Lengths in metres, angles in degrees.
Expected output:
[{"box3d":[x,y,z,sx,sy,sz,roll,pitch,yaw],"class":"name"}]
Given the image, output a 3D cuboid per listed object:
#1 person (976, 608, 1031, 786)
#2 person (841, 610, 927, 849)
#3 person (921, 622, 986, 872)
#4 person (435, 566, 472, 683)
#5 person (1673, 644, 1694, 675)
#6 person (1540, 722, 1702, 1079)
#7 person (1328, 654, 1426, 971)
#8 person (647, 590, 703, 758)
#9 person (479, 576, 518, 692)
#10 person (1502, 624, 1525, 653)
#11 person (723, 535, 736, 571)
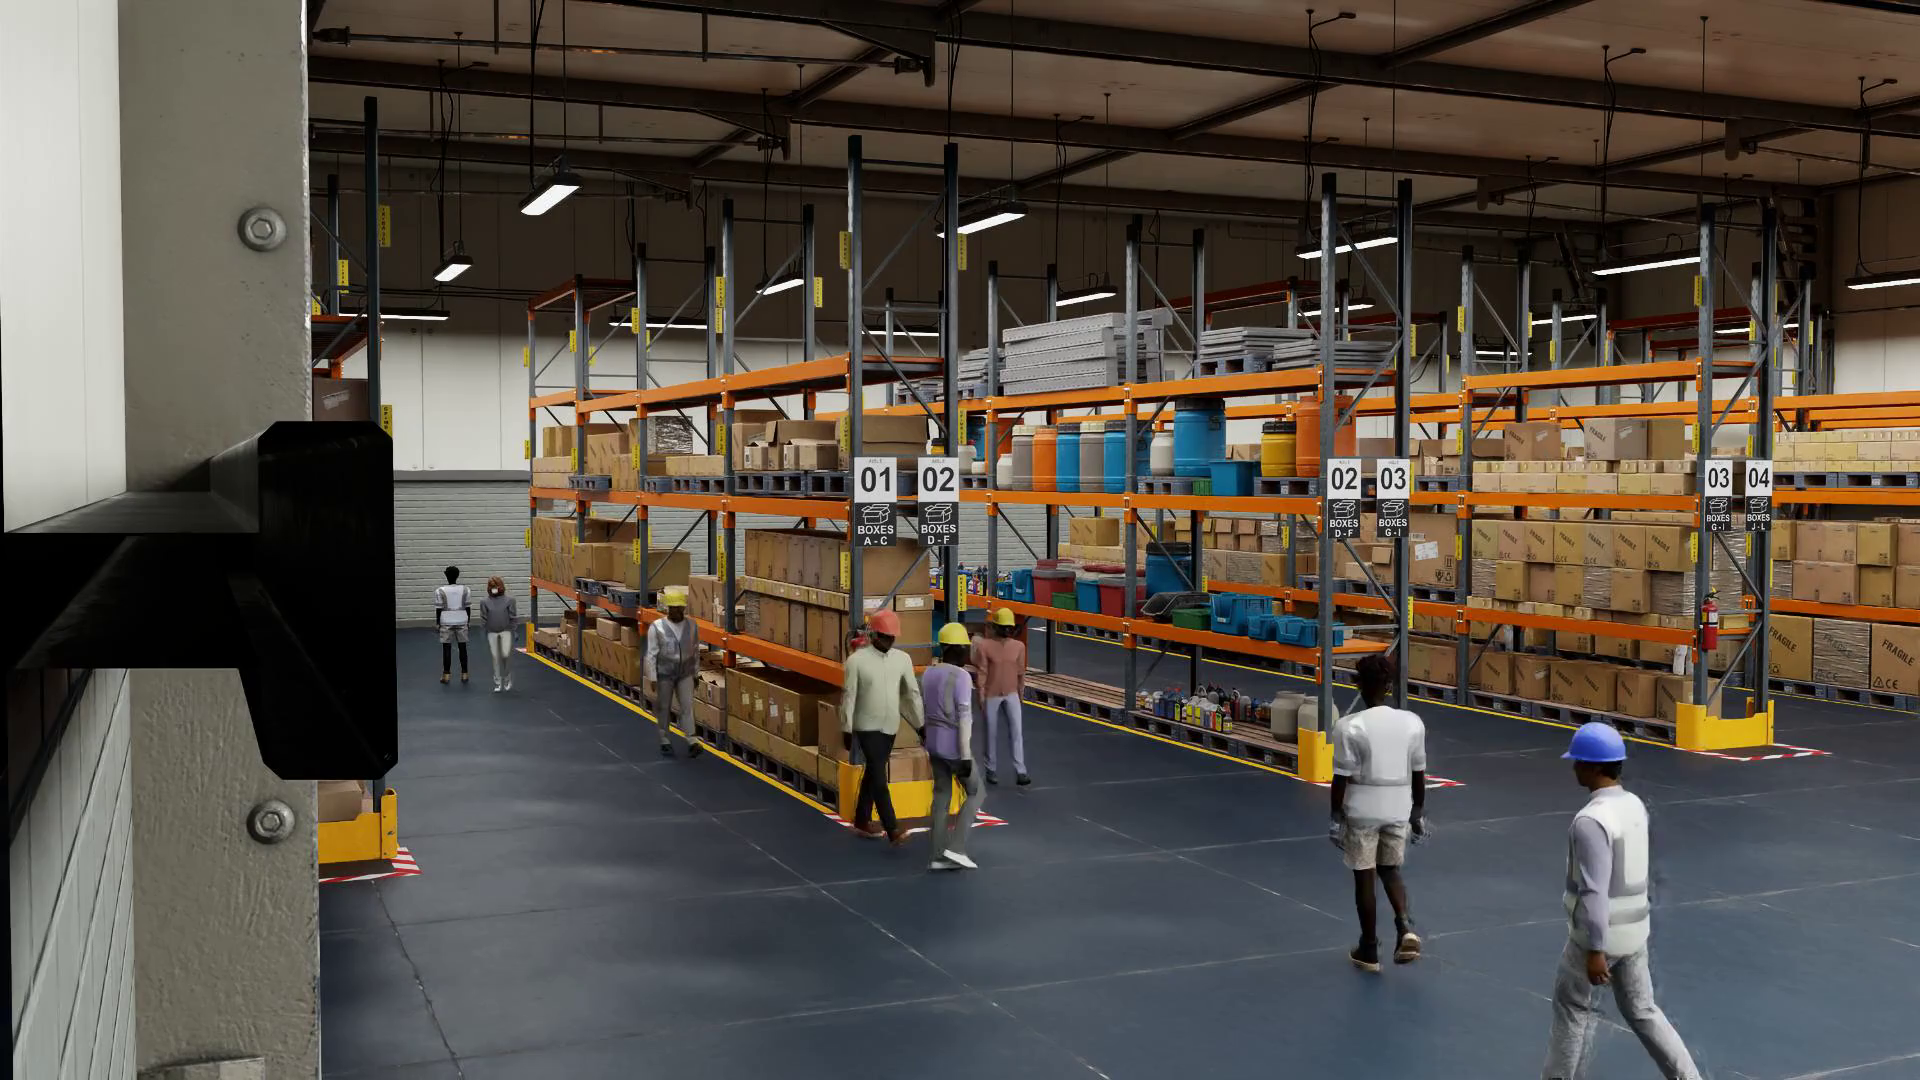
[{"box3d":[0.427,1.537,17.424,0.538,1.734,0.832,-1,2,-15],"class":"person"},{"box3d":[-0.614,1.539,14.724,0.637,1.924,1.039,-2,3,-35],"class":"person"},{"box3d":[-0.044,1.587,13.753,0.476,1.909,0.628,-2,3,-37],"class":"person"},{"box3d":[-7.374,1.222,26.078,0.533,1.698,0.318,-1,3,-29],"class":"person"},{"box3d":[9.956,1.194,24.435,0.573,1.883,0.356,-1,2,-25],"class":"person"},{"box3d":[3.068,1.801,8.302,0.953,1.918,0.629,2,3,44],"class":"person"},{"box3d":[2.566,1.674,10.979,0.631,1.952,0.498,-1,2,-16],"class":"person"},{"box3d":[-3.027,1.440,19.170,0.621,1.786,0.897,-1,2,-27],"class":"person"},{"box3d":[-6.412,1.307,24.860,0.520,1.612,0.420,0,2,-3],"class":"person"},{"box3d":[8.769,1.011,28.665,0.627,1.925,0.428,-1,2,-26],"class":"person"},{"box3d":[-4.558,0.787,35.375,0.315,1.860,0.508,-2,3,-37],"class":"person"}]
